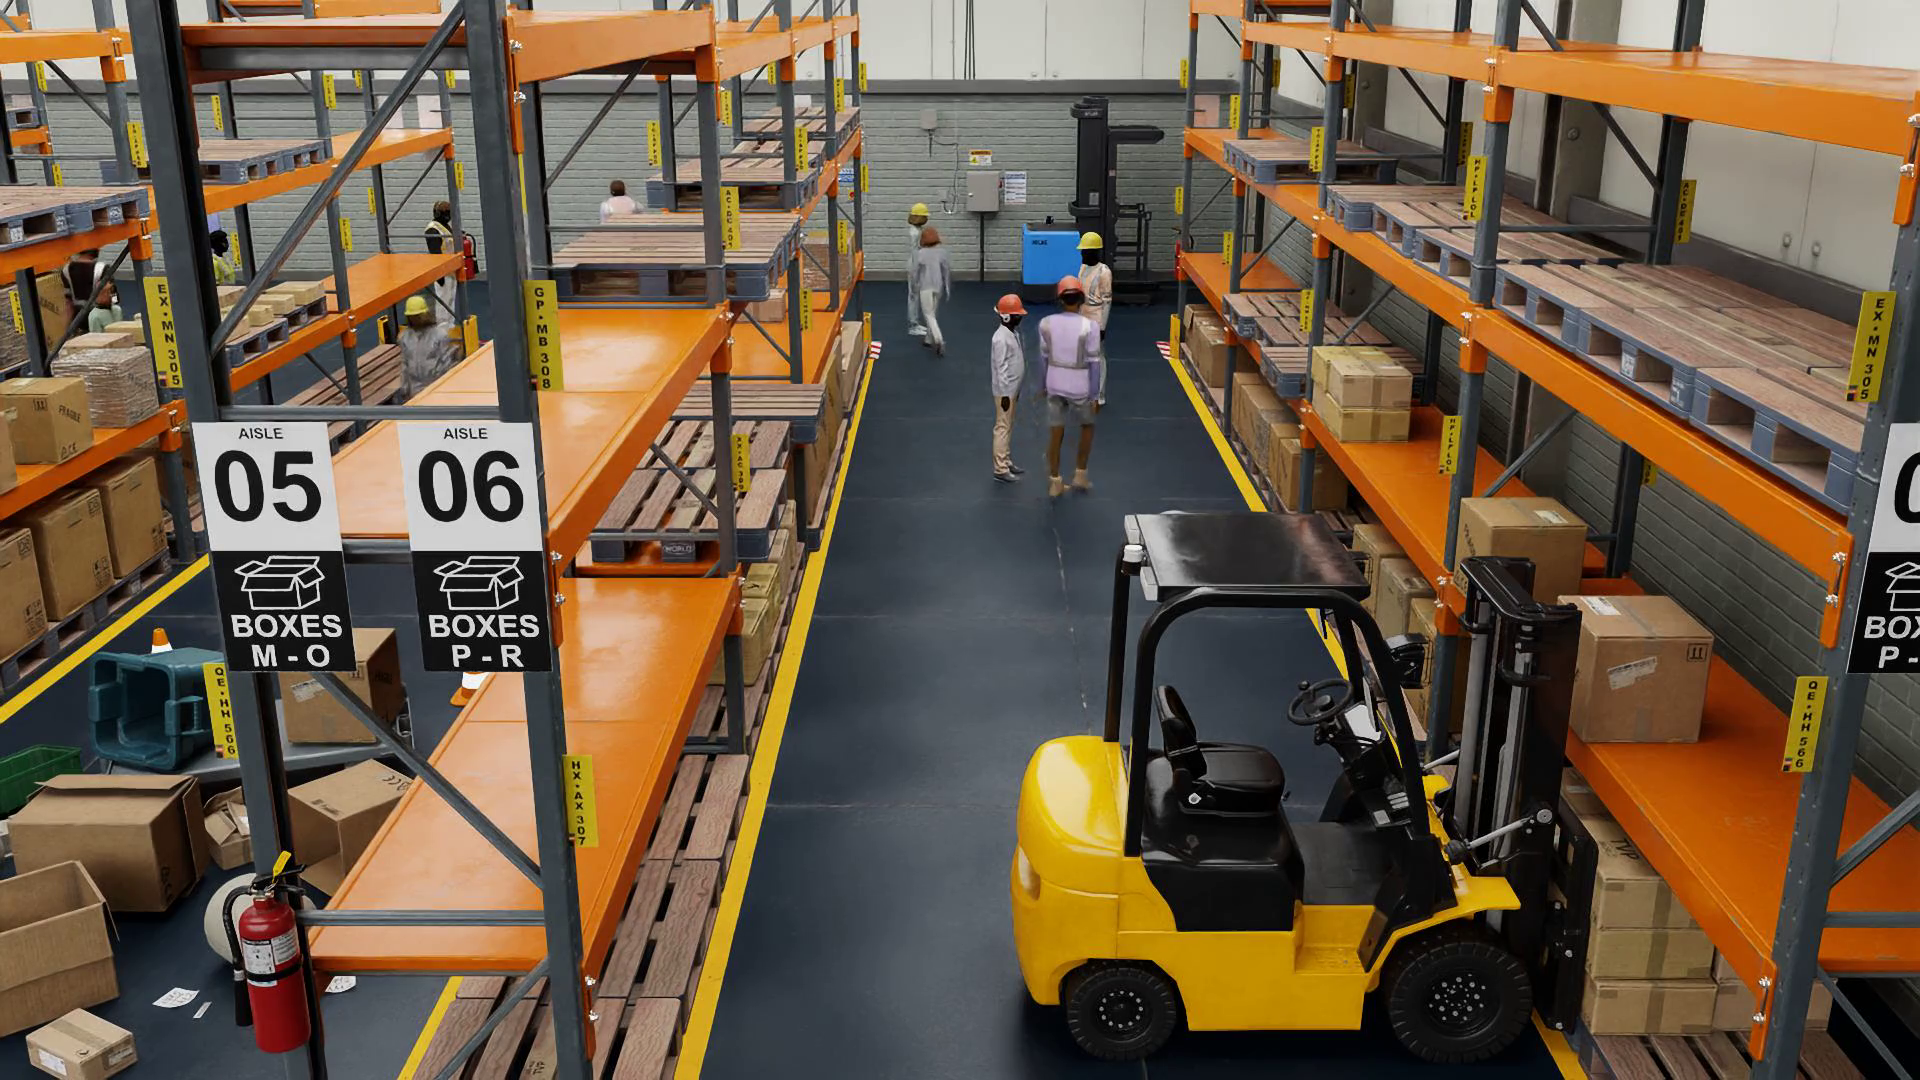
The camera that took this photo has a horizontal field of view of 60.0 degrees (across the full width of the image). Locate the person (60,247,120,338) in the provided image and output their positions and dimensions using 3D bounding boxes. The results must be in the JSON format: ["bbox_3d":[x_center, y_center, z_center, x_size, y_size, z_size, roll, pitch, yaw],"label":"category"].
[{"bbox_3d":[-9.343,-2.328,17.869,0.628,2.021,0.717,3,18,8],"label":"person"}]

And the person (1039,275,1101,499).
[{"bbox_3d":[0.999,-1.375,15.027,0.629,1.998,0.649,9,20,25],"label":"person"}]

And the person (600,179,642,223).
[{"bbox_3d":[-4.916,-4.322,24.218,0.638,1.828,0.442,-8,20,-23],"label":"person"}]

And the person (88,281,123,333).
[{"bbox_3d":[-8.678,-1.846,17.046,0.288,1.627,0.497,2,18,6],"label":"person"}]

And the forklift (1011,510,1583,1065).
[{"bbox_3d":[1.387,1.055,7.378,2.313,2.155,1.214,0,18,0],"label":"forklift"}]

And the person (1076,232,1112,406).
[{"bbox_3d":[1.439,-2.419,18.299,0.369,1.928,0.585,-9,20,-26],"label":"person"}]

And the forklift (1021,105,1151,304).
[{"bbox_3d":[1.857,-4.944,24.441,1.873,2.768,1.129,0,18,0],"label":"forklift"}]

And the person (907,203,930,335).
[{"bbox_3d":[-0.554,-3.626,22.240,0.324,1.741,0.492,1,18,2],"label":"person"}]

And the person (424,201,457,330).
[{"bbox_3d":[-6.688,-3.487,21.675,0.430,1.838,0.619,0,18,1],"label":"person"}]

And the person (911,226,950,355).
[{"bbox_3d":[-0.342,-3.159,21.044,0.494,1.602,0.767,-9,20,-26],"label":"person"}]

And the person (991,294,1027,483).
[{"bbox_3d":[0.459,-1.427,15.570,0.324,1.752,0.561,3,19,9],"label":"person"}]

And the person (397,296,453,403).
[{"bbox_3d":[-5.017,-1.438,15.642,0.504,1.728,0.400,0,18,1],"label":"person"}]
